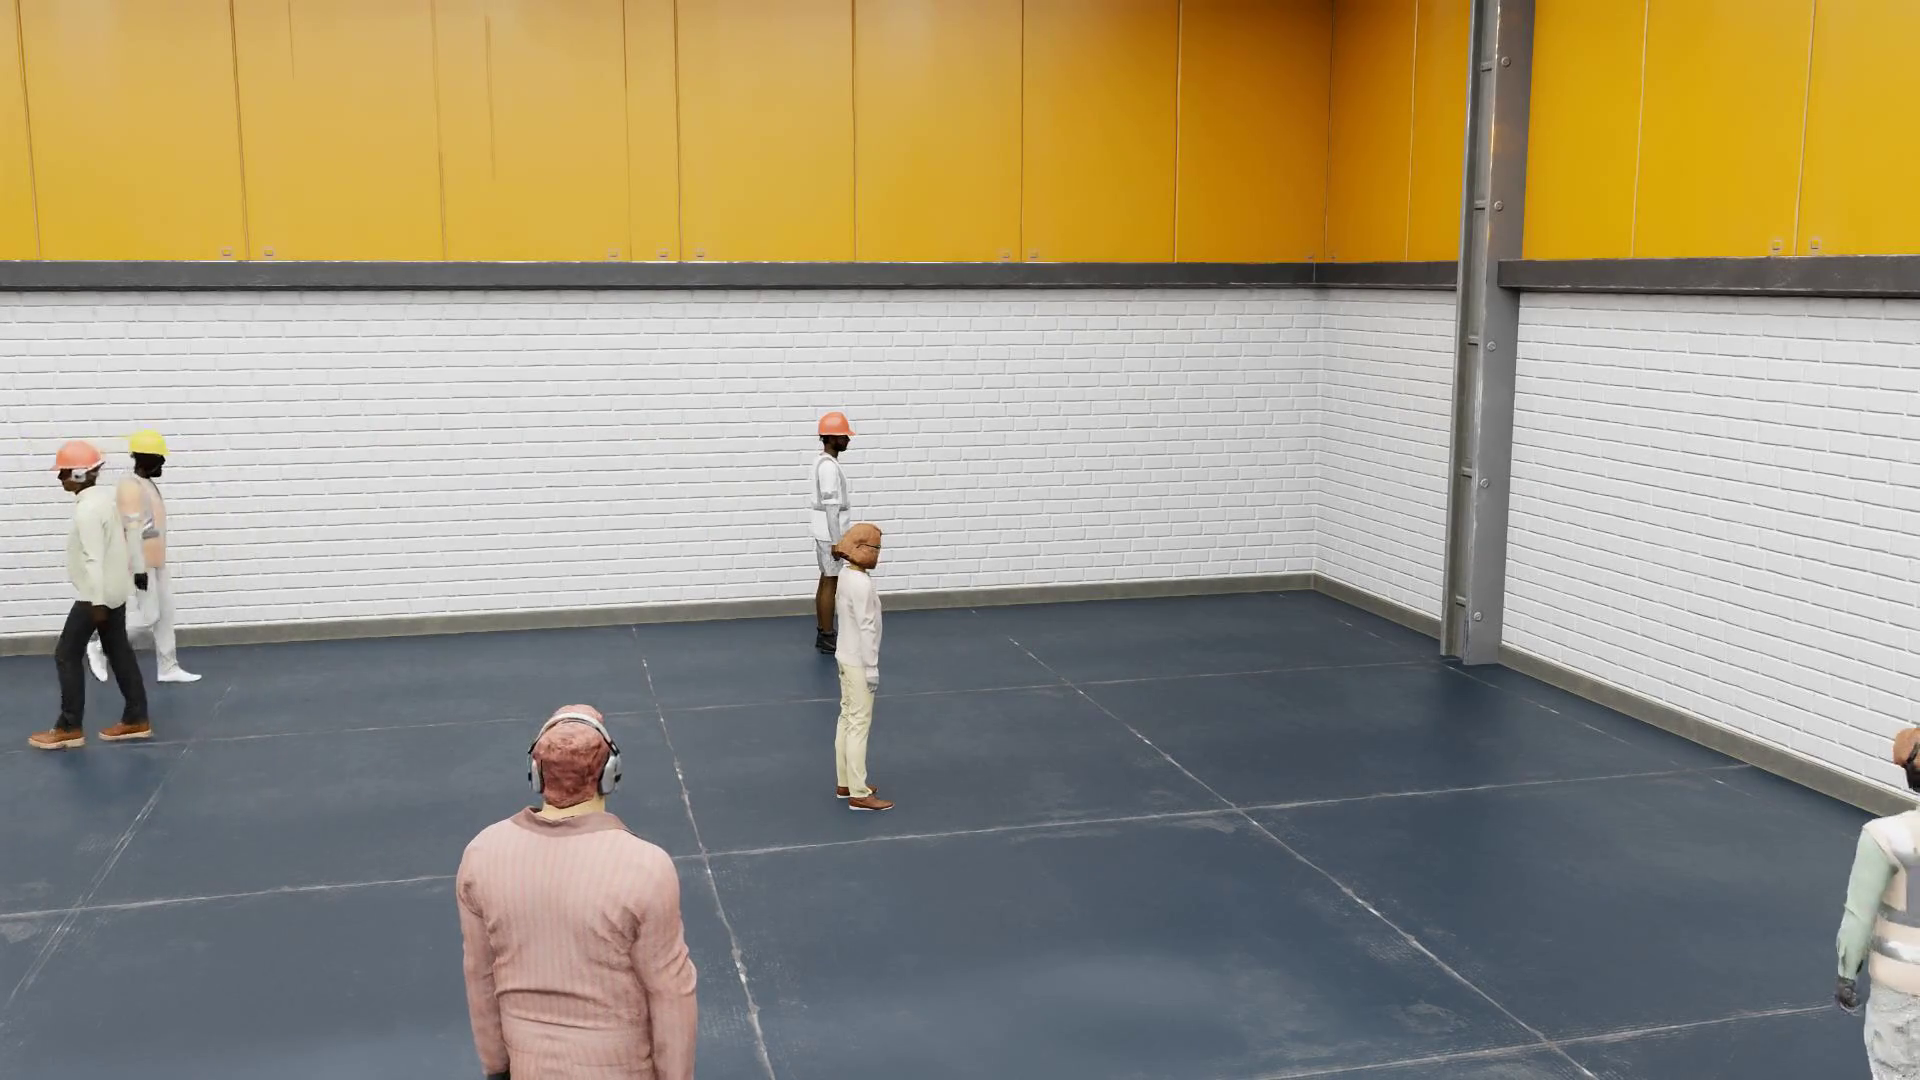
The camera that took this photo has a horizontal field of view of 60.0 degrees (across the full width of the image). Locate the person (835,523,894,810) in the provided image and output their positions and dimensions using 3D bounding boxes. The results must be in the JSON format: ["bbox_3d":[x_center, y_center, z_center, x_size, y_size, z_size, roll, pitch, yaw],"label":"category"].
[{"bbox_3d":[-0.563,0.709,9.462,0.279,1.633,0.499,-3,10,-18],"label":"person"}]

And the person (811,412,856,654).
[{"bbox_3d":[-1.006,-0.056,13.289,0.359,1.938,0.547,-2,9,-12],"label":"person"}]

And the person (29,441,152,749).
[{"bbox_3d":[-5.659,0.352,10.646,0.823,1.962,0.643,-3,9,-16],"label":"person"}]

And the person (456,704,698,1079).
[{"bbox_3d":[-0.981,1.376,4.432,0.651,1.913,0.410,3,10,17],"label":"person"}]

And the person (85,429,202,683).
[{"bbox_3d":[-6.019,0.140,12.165,0.681,1.905,0.596,-1,9,-8],"label":"person"}]

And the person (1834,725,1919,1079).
[{"bbox_3d":[3.042,1.384,5.272,0.534,1.622,0.373,0,9,-2],"label":"person"}]
